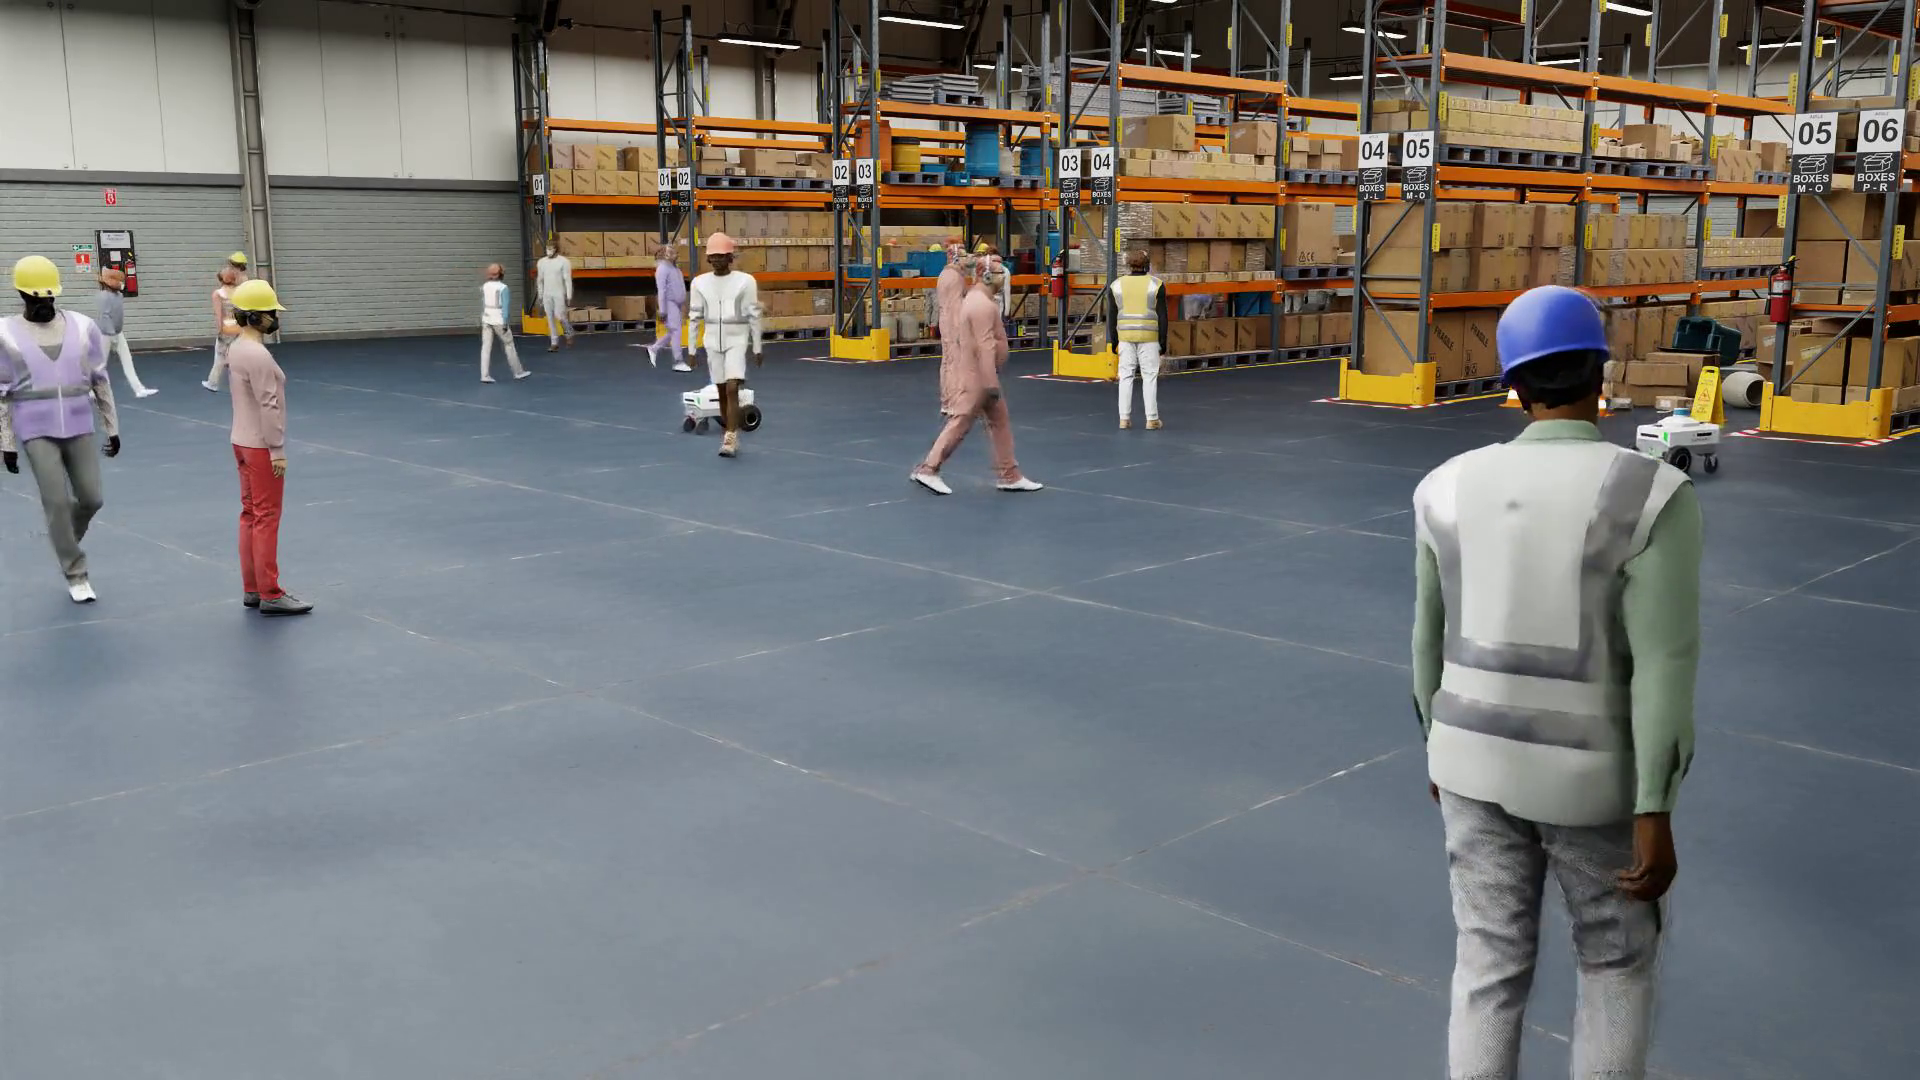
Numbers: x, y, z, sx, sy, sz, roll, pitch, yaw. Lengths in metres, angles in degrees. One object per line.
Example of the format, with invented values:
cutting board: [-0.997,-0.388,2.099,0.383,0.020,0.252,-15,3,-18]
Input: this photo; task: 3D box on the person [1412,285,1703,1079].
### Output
person: [1.156,0.458,3.317,0.637,1.897,0.569,10,14,44]

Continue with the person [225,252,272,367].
person: [-10.944,-3.529,25.488,0.548,1.722,0.882,8,13,37]

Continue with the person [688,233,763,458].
person: [-2.150,-1.728,14.920,0.646,2.009,0.932,2,11,9]

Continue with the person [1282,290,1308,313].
person: [6.097,-4.502,30.282,0.369,1.928,0.586,-10,15,-44]

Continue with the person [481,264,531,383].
person: [-6.290,-2.966,22.789,0.532,1.598,0.818,6,12,30]

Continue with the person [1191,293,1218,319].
person: [4.245,-4.169,28.627,0.551,1.865,1.040,10,14,43]

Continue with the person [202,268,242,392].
person: [-9.186,-2.613,20.904,0.893,1.590,0.504,7,12,32]

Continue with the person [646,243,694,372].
person: [-4.333,-3.450,24.670,0.749,1.886,0.650,2,11,12]

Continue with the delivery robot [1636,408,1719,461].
delivery robot: [6.099,-0.878,14.129,0.707,0.478,0.477,-5,12,-28]

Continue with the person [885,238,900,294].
person: [-1.540,-5.987,38.358,0.551,1.934,0.373,10,14,42]

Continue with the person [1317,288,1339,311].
person: [7.453,-5.030,33.255,0.923,1.899,0.549,-8,13,-37]

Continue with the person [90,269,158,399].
person: [-10.304,-2.503,20.306,0.848,1.578,0.513,1,10,5]

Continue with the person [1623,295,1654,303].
person: [13.125,-4.830,32.198,0.589,1.891,0.913,5,11,24]

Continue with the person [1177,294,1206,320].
person: [4.136,-4.376,29.443,0.611,1.985,0.393,-3,11,-15]

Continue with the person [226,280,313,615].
person: [-3.710,-0.494,8.874,0.311,1.768,0.532,-8,13,-38]

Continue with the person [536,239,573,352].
person: [-7.030,-4.239,28.852,0.639,1.924,0.465,3,11,17]

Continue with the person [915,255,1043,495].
person: [0.116,-1.283,12.938,0.988,1.862,0.660,0,10,1]

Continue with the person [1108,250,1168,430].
person: [1.863,-2.080,17.314,0.621,1.845,0.429,4,11,19]

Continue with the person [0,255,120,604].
person: [-4.998,-0.612,9.162,0.646,1.889,0.665,-10,15,-44]

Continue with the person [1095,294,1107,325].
person: [2.998,-5.211,34.328,0.520,1.865,0.335,7,12,32]

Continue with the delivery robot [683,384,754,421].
delivery robot: [-2.494,-1.437,17.178,0.707,0.478,0.477,-8,13,-39]

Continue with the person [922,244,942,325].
person: [-0.498,-4.856,32.499,0.403,1.823,0.599,-9,14,-41]

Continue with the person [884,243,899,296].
person: [-1.498,-5.543,36.247,0.403,1.824,0.586,-6,12,-31]

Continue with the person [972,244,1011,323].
person: [0.457,-3.381,24.329,0.594,1.870,0.502,2,11,12]

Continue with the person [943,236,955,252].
person: [-0.239,-6.092,38.839,0.610,1.985,1.080,7,13,35]

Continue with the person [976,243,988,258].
person: [0.487,-5.115,33.887,0.403,1.833,0.591,-7,12,-32]

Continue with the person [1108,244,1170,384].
person: [2.469,-3.109,22.810,0.874,1.899,0.637,-2,11,-13]

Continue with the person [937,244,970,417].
person: [-0.037,-2.329,18.495,0.407,1.908,0.641,-3,11,-13]
